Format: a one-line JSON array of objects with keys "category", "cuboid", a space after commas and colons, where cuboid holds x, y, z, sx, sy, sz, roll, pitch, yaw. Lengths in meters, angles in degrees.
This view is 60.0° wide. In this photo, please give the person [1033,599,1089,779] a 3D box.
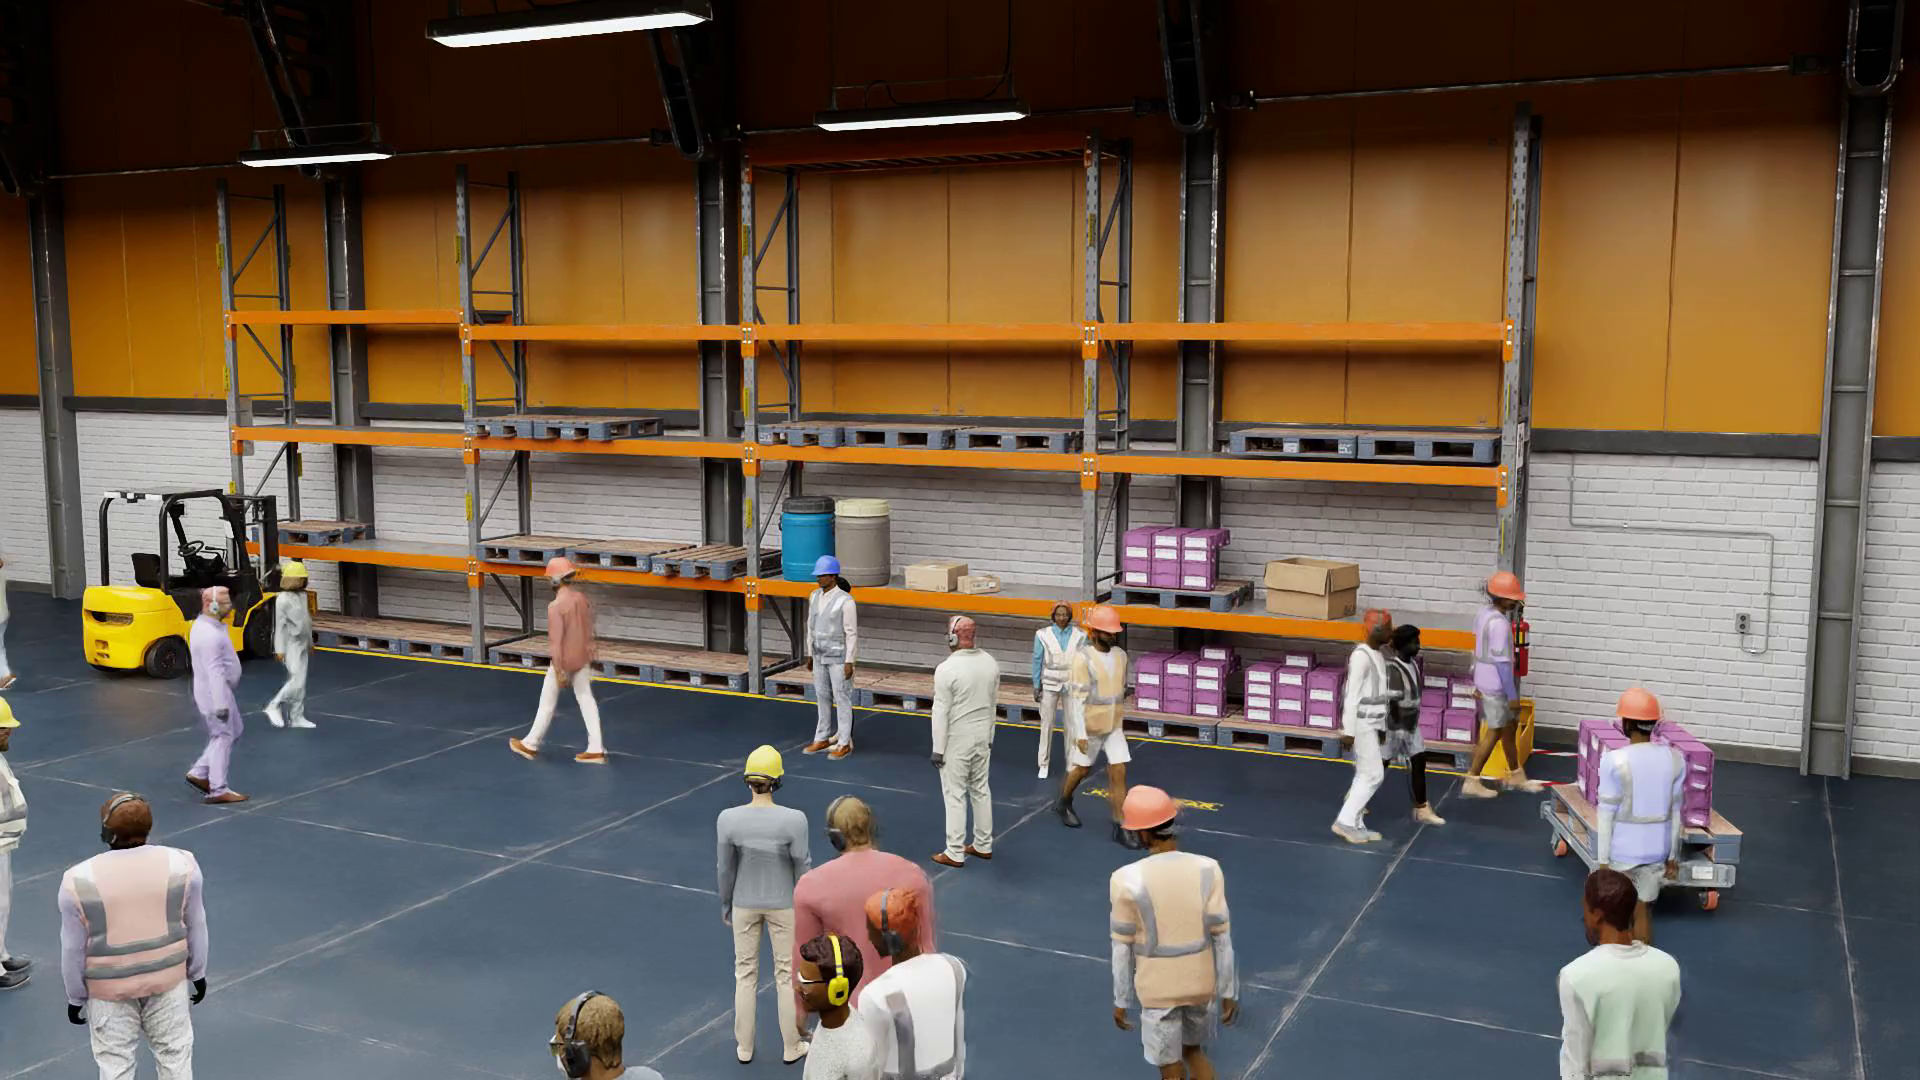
[{"category": "person", "cuboid": [0.915, 1.348, 15.062, 0.523, 1.638, 0.310, -1, 7, -6]}]

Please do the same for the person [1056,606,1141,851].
[{"category": "person", "cuboid": [1.088, 1.445, 13.253, 0.558, 1.900, 0.985, -4, 8, -30]}]

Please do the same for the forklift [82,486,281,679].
[{"category": "forklift", "cuboid": [-9.426, 0.454, 20.179, 1.214, 2.155, 2.313, 3, 8, 26]}]

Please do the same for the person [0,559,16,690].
[{"category": "person", "cuboid": [-10.902, 0.912, 18.737, 0.335, 1.620, 0.513, -1, 7, -7]}]

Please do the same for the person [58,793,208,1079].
[{"category": "person", "cuboid": [-3.925, 2.111, 7.936, 0.638, 1.842, 0.429, -5, 8, -33]}]

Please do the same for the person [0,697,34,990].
[{"category": "person", "cuboid": [-5.928, 1.853, 10.184, 0.403, 1.817, 0.601, -4, 8, -27]}]

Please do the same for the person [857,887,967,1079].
[{"category": "person", "cuboid": [-0.179, 2.269, 6.504, 0.444, 1.867, 0.587, 6, 9, 41]}]

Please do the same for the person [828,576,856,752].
[{"category": "person", "cuboid": [-1.166, 1.194, 16.106, 0.317, 1.696, 0.539, -1, 7, -9]}]

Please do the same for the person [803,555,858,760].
[{"category": "person", "cuboid": [-1.230, 1.107, 15.789, 0.604, 1.949, 0.398, 6, 9, 43]}]

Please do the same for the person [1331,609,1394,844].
[{"category": "person", "cuboid": [3.214, 1.478, 13.166, 0.398, 1.858, 0.616, 3, 8, 25]}]

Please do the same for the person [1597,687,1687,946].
[{"category": "person", "cuboid": [4.047, 1.841, 9.873, 0.545, 1.922, 0.561, -1, 7, -8]}]

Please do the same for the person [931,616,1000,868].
[{"category": "person", "cuboid": [0.013, 1.517, 12.630, 0.401, 1.900, 0.636, 6, 9, 42]}]

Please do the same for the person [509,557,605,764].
[{"category": "person", "cuboid": [-3.764, 1.124, 15.642, 0.989, 1.938, 0.625, 3, 8, 25]}]

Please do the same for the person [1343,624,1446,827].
[{"category": "person", "cuboid": [3.576, 1.499, 13.704, 0.835, 1.664, 0.539, 6, 9, 40]}]

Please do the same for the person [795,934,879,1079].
[{"category": "person", "cuboid": [-0.451, 2.328, 6.017, 0.330, 1.874, 0.518, -2, 7, -20]}]

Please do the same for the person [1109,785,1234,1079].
[{"category": "person", "cuboid": [0.973, 2.099, 7.823, 0.566, 1.897, 0.507, -2, 7, -17]}]

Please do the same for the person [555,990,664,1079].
[{"category": "person", "cuboid": [-1.134, 2.387, 5.322, 0.388, 1.927, 0.640, 2, 7, 18]}]

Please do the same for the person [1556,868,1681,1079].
[{"category": "person", "cuboid": [2.548, 2.243, 6.669, 0.627, 1.878, 0.861, -3, 7, -22]}]

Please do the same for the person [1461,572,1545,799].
[{"category": "person", "cuboid": [4.709, 1.260, 14.355, 0.764, 1.991, 0.659, 1, 7, 9]}]

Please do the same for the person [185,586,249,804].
[{"category": "person", "cuboid": [-6.347, 1.324, 14.240, 0.431, 1.888, 0.665, -3, 8, -26]}]

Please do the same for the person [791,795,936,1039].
[{"category": "person", "cuboid": [-0.442, 2.120, 7.660, 0.653, 1.877, 1.020, -3, 8, -23]}]

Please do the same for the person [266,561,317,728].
[{"category": "person", "cuboid": [-6.778, 1.075, 16.934, 0.398, 1.733, 0.487, 1, 7, 7]}]

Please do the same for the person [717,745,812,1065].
[{"category": "person", "cuboid": [-1.067, 2.002, 9.139, 0.522, 1.769, 0.312, 1, 7, 4]}]
